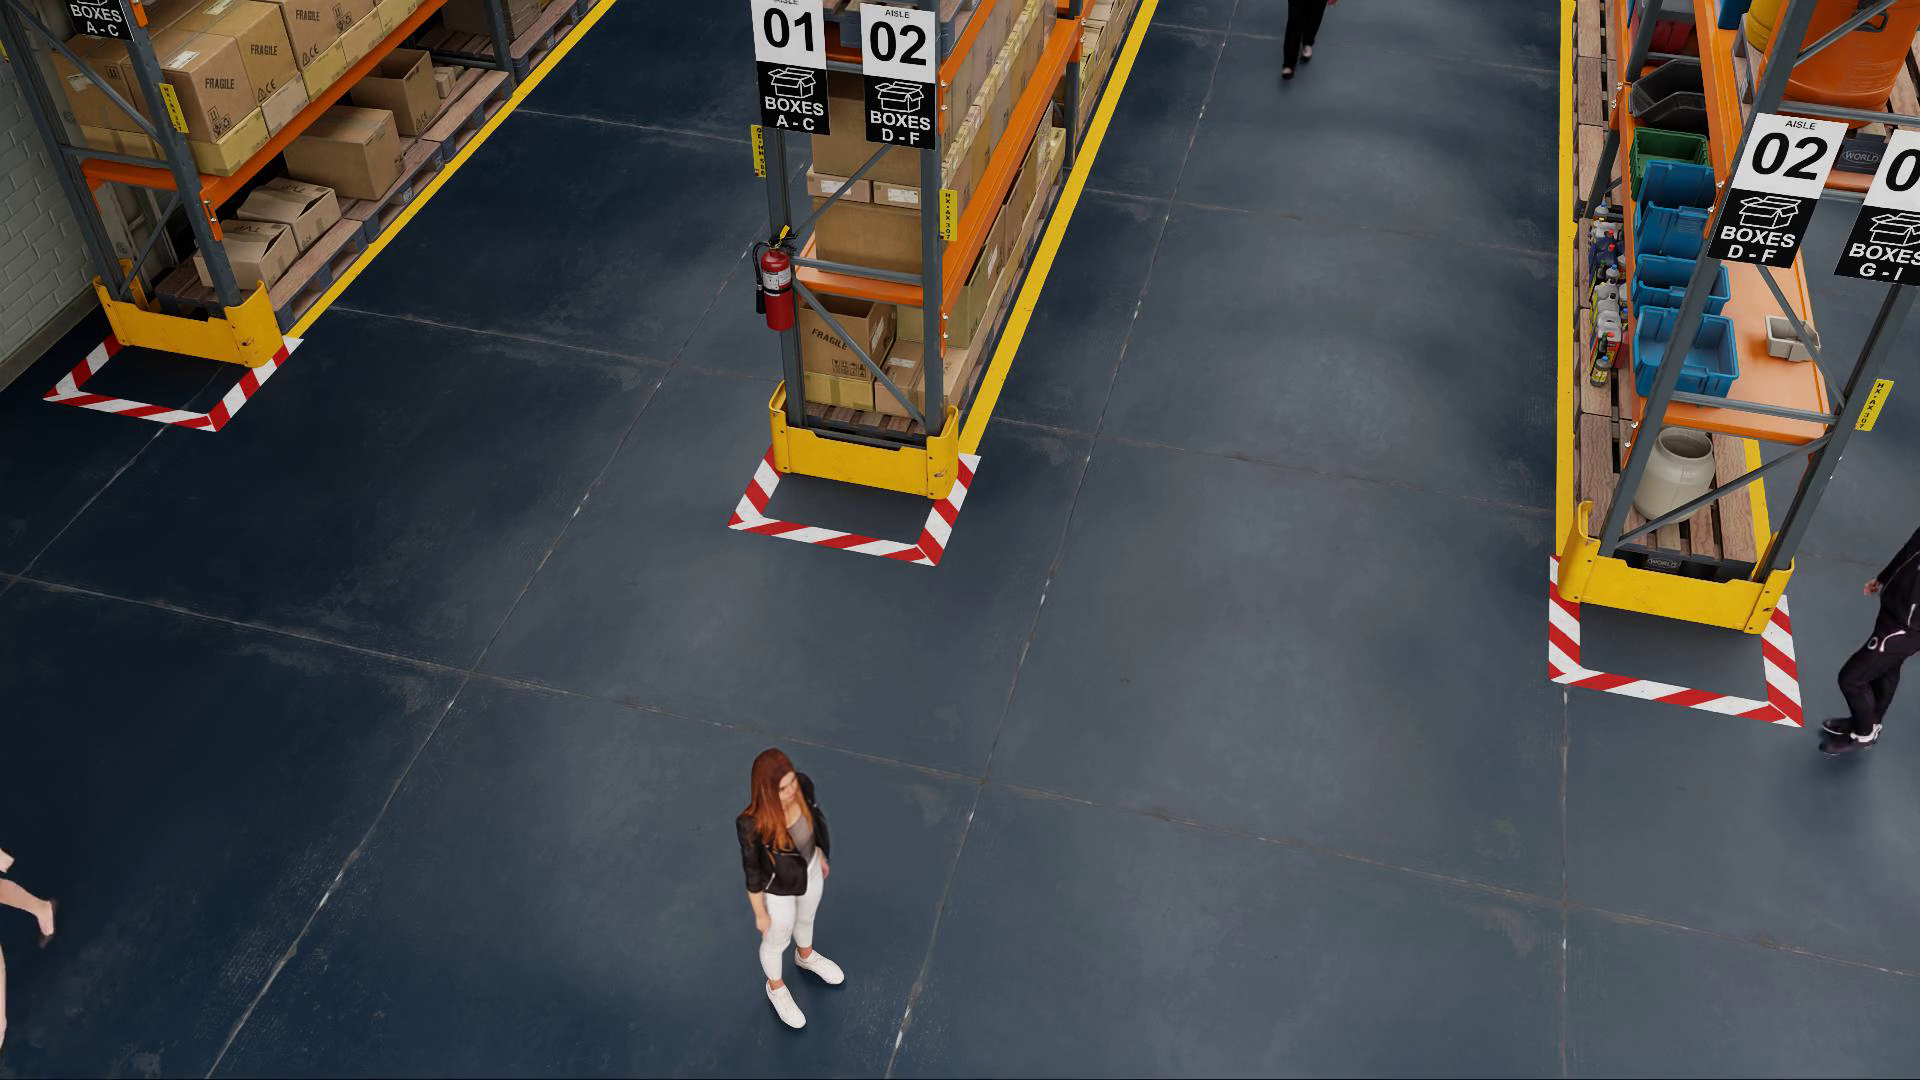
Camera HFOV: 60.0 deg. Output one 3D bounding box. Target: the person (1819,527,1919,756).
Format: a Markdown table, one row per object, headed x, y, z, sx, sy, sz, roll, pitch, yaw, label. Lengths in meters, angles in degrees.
| x | y | z | sx | sy | sz | roll | pitch | yaw | label |
| --- | --- | --- | --- | --- | --- | --- | --- | --- | --- |
| 4.918 | 0.424 | 8.452 | 0.728 | 1.823 | 0.562 | 10 | 44 | 10 | person |

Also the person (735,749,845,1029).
| x | y | z | sx | sy | sz | roll | pitch | yaw | label |
| --- | --- | --- | --- | --- | --- | --- | --- | --- | --- |
| -0.768 | 1.504 | 7.383 | 0.733 | 1.704 | 0.587 | 27 | 49 | 26 | person |

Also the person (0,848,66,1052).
| x | y | z | sx | sy | sz | roll | pitch | yaw | label |
| --- | --- | --- | --- | --- | --- | --- | --- | --- | --- |
| -4.441 | 1.415 | 7.440 | 0.698 | 1.756 | 1.139 | 5 | 43 | 5 | person |

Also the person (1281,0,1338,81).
| x | y | z | sx | sy | sz | roll | pitch | yaw | label |
| --- | --- | --- | --- | --- | --- | --- | --- | --- | --- |
| 3.031 | -4.780 | 14.221 | 0.638 | 1.557 | 1.094 | 9 | 44 | 10 | person |
